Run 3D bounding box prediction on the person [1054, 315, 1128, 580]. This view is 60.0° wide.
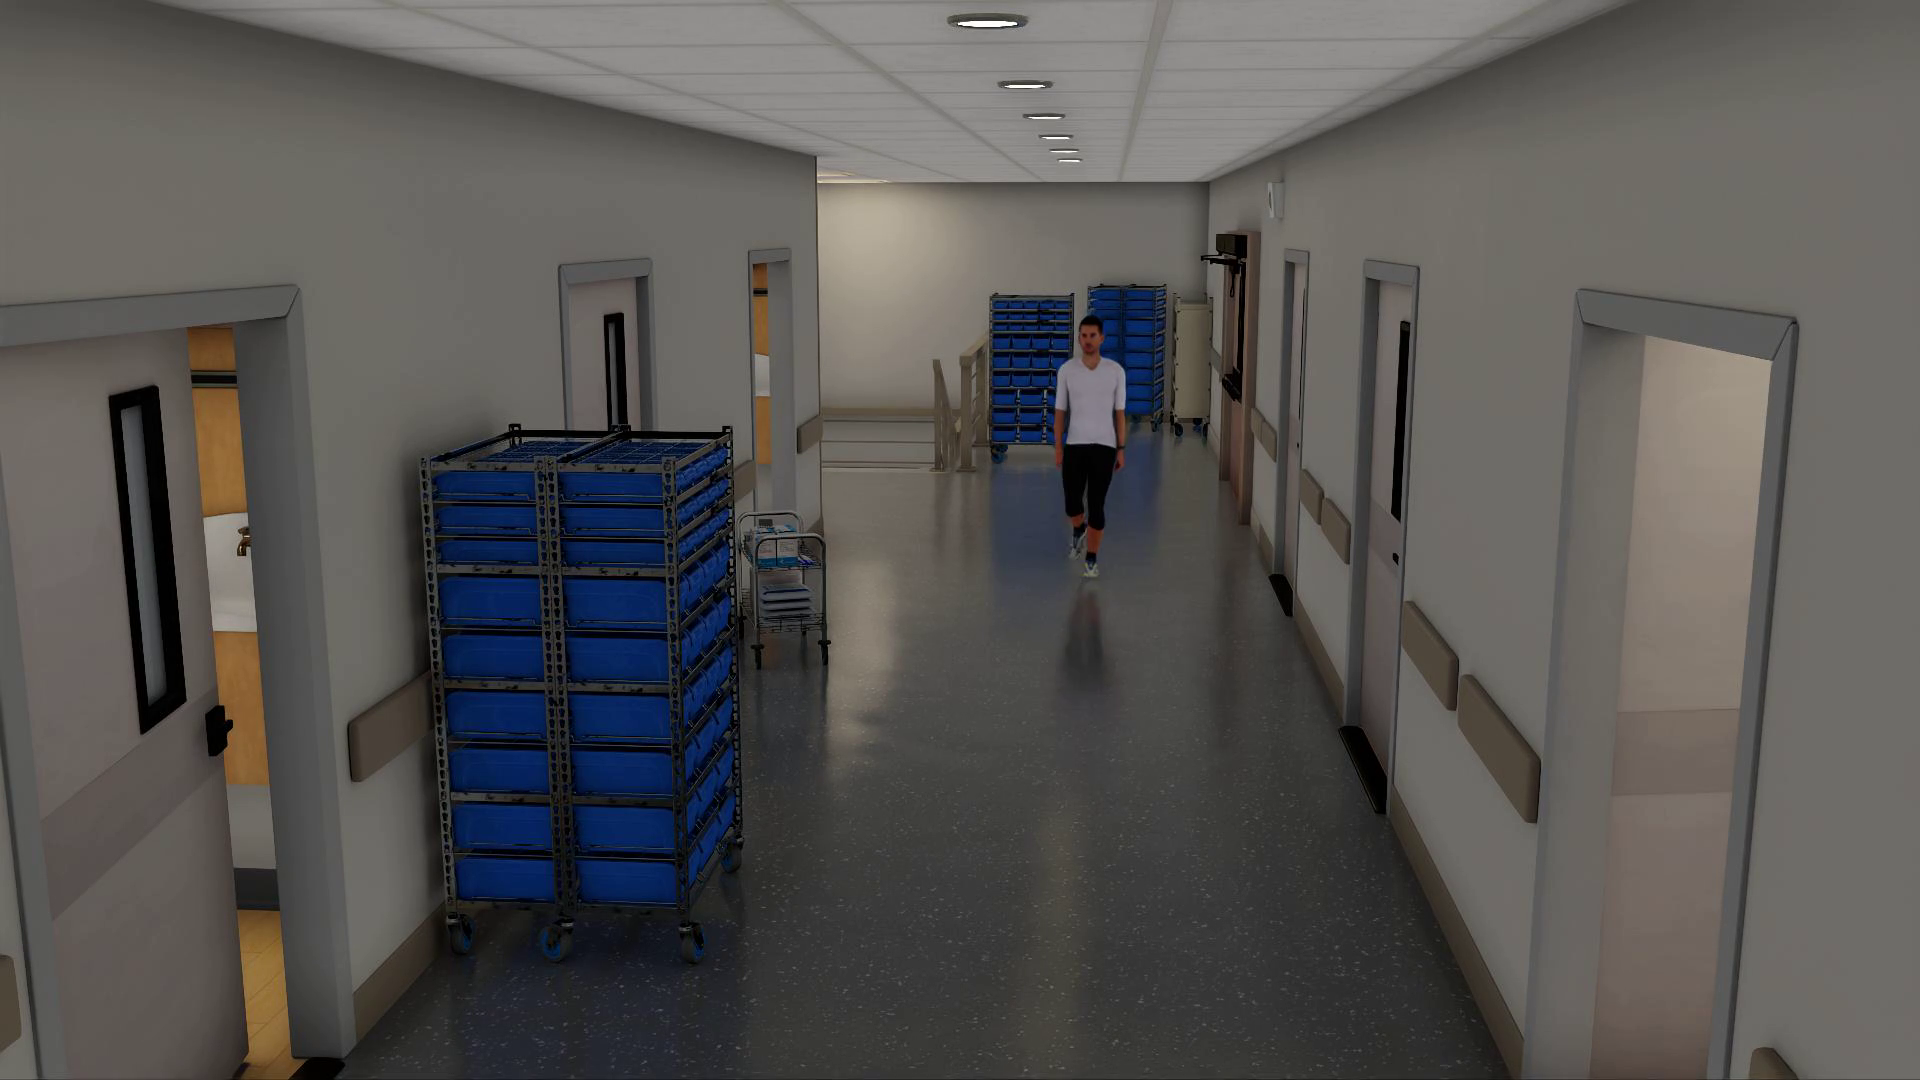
[{"bbox_3d":[0.937,-0.668,11.828,0.657,1.840,0.830,1,11,6],"label":"person"}]
